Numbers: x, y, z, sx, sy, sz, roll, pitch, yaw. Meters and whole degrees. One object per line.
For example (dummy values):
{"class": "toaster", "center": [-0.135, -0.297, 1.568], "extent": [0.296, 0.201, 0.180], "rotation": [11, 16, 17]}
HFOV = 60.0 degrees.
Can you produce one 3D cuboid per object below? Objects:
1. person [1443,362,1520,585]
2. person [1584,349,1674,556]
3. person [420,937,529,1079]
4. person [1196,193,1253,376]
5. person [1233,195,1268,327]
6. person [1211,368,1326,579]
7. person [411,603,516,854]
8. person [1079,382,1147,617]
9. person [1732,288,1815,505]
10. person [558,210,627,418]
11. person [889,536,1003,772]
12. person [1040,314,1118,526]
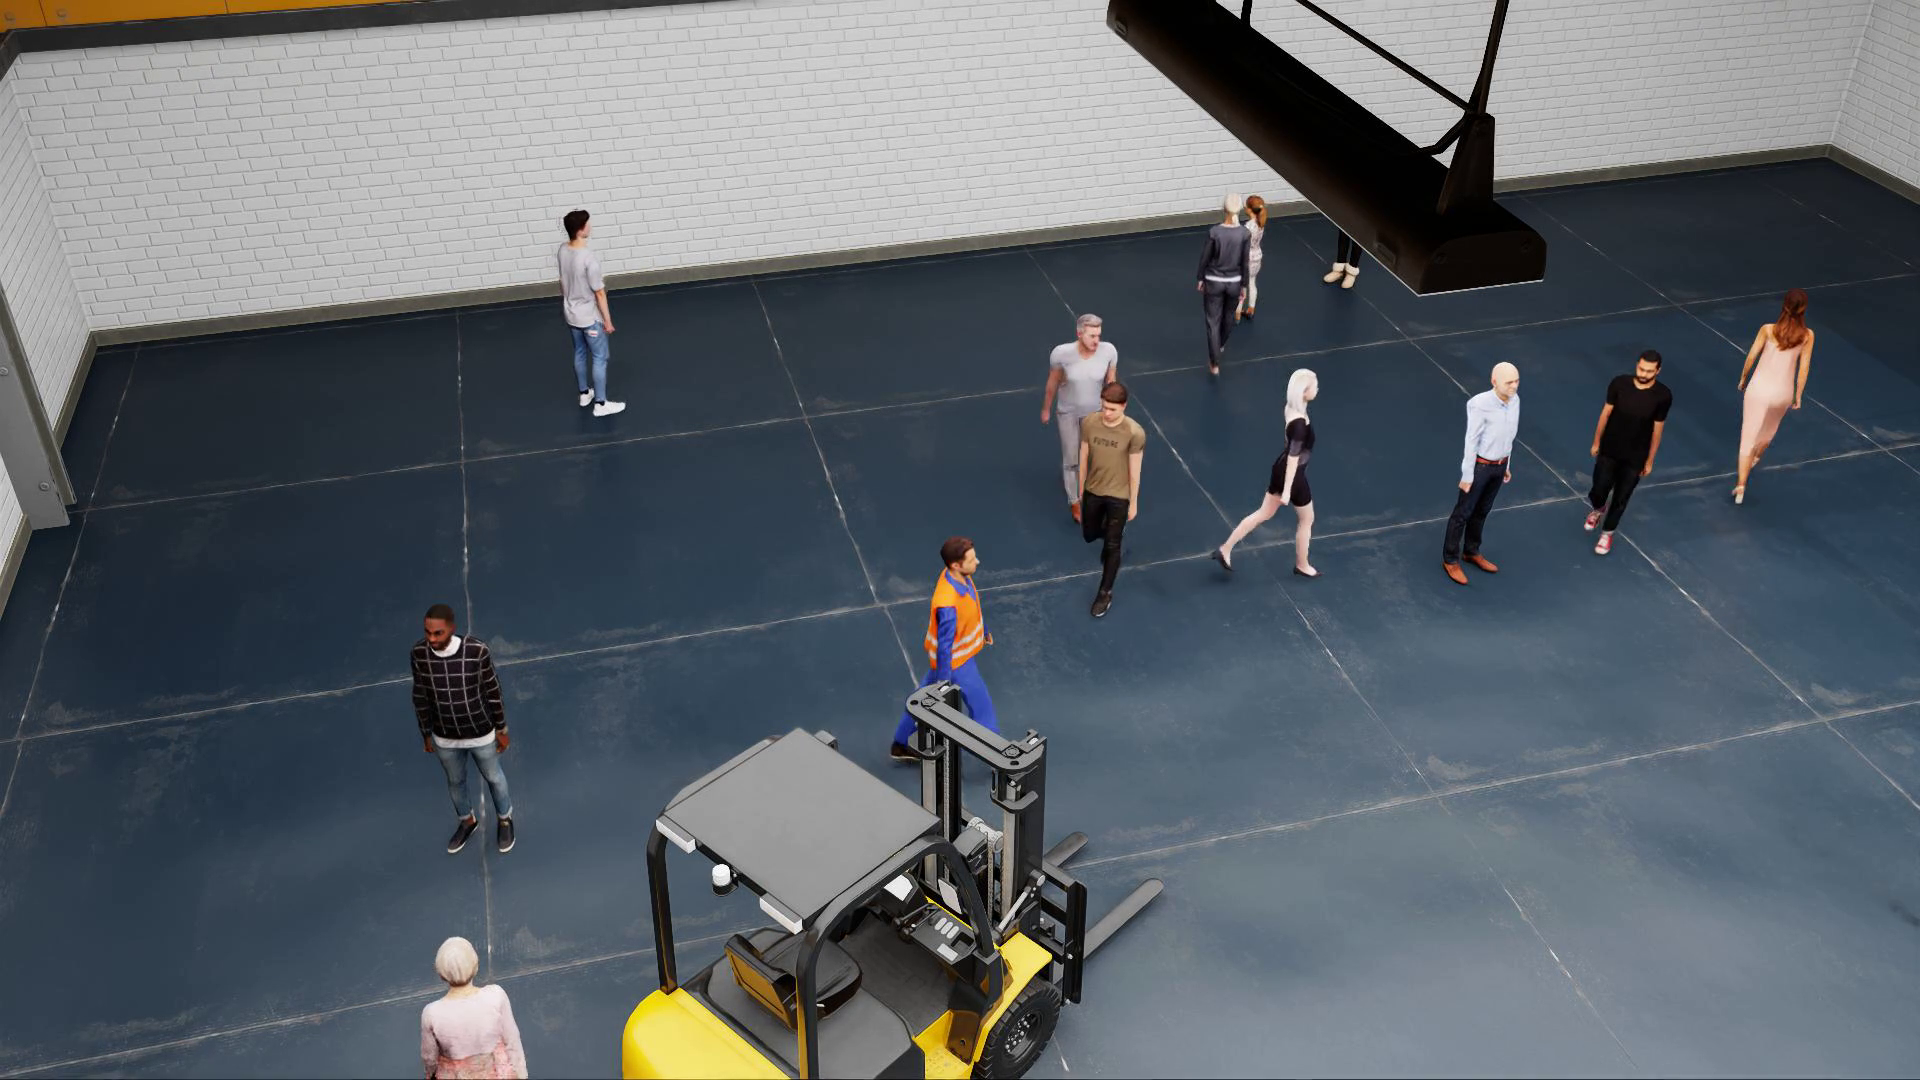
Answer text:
{"class": "person", "center": [3.951, -0.536, 12.518], "extent": [0.697, 1.792, 0.658], "rotation": [-18, 38, -25]}
{"class": "person", "center": [5.162, -0.726, 12.846], "extent": [0.831, 1.745, 0.892], "rotation": [18, 37, 24]}
{"class": "person", "center": [-2.251, 2.617, 7.881], "extent": [0.715, 1.672, 0.859], "rotation": [-19, 38, -26]}
{"class": "person", "center": [2.428, -2.334, 15.307], "extent": [0.824, 1.698, 1.148], "rotation": [0, 34, 0]}
{"class": "person", "center": [2.858, -2.741, 16.276], "extent": [0.676, 1.304, 0.638], "rotation": [27, 42, 35]}
{"class": "person", "center": [2.348, -0.447, 12.379], "extent": [0.730, 1.796, 1.072], "rotation": [-4, 34, -6]}
{"class": "person", "center": [-2.977, 1.114, 10.011], "extent": [0.722, 1.818, 0.630], "rotation": [-1, 34, -1]}
{"class": "person", "center": [1.137, -0.380, 12.251], "extent": [1.044, 1.826, 1.120], "rotation": [17, 37, 23]}
{"class": "person", "center": [6.507, -1.117, 13.386], "extent": [0.993, 1.797, 1.130], "rotation": [12, 36, 18]}
{"class": "person", "center": [-3.317, -2.027, 14.680], "extent": [0.738, 1.880, 0.841], "rotation": [18, 38, 25]}
{"class": "person", "center": [-0.121, 0.747, 10.563], "extent": [1.017, 1.819, 1.242], "rotation": [2, 34, 3]}
{"class": "person", "center": [0.921, -1.071, 13.339], "extent": [0.726, 1.773, 1.179], "rotation": [-5, 34, -7]}
